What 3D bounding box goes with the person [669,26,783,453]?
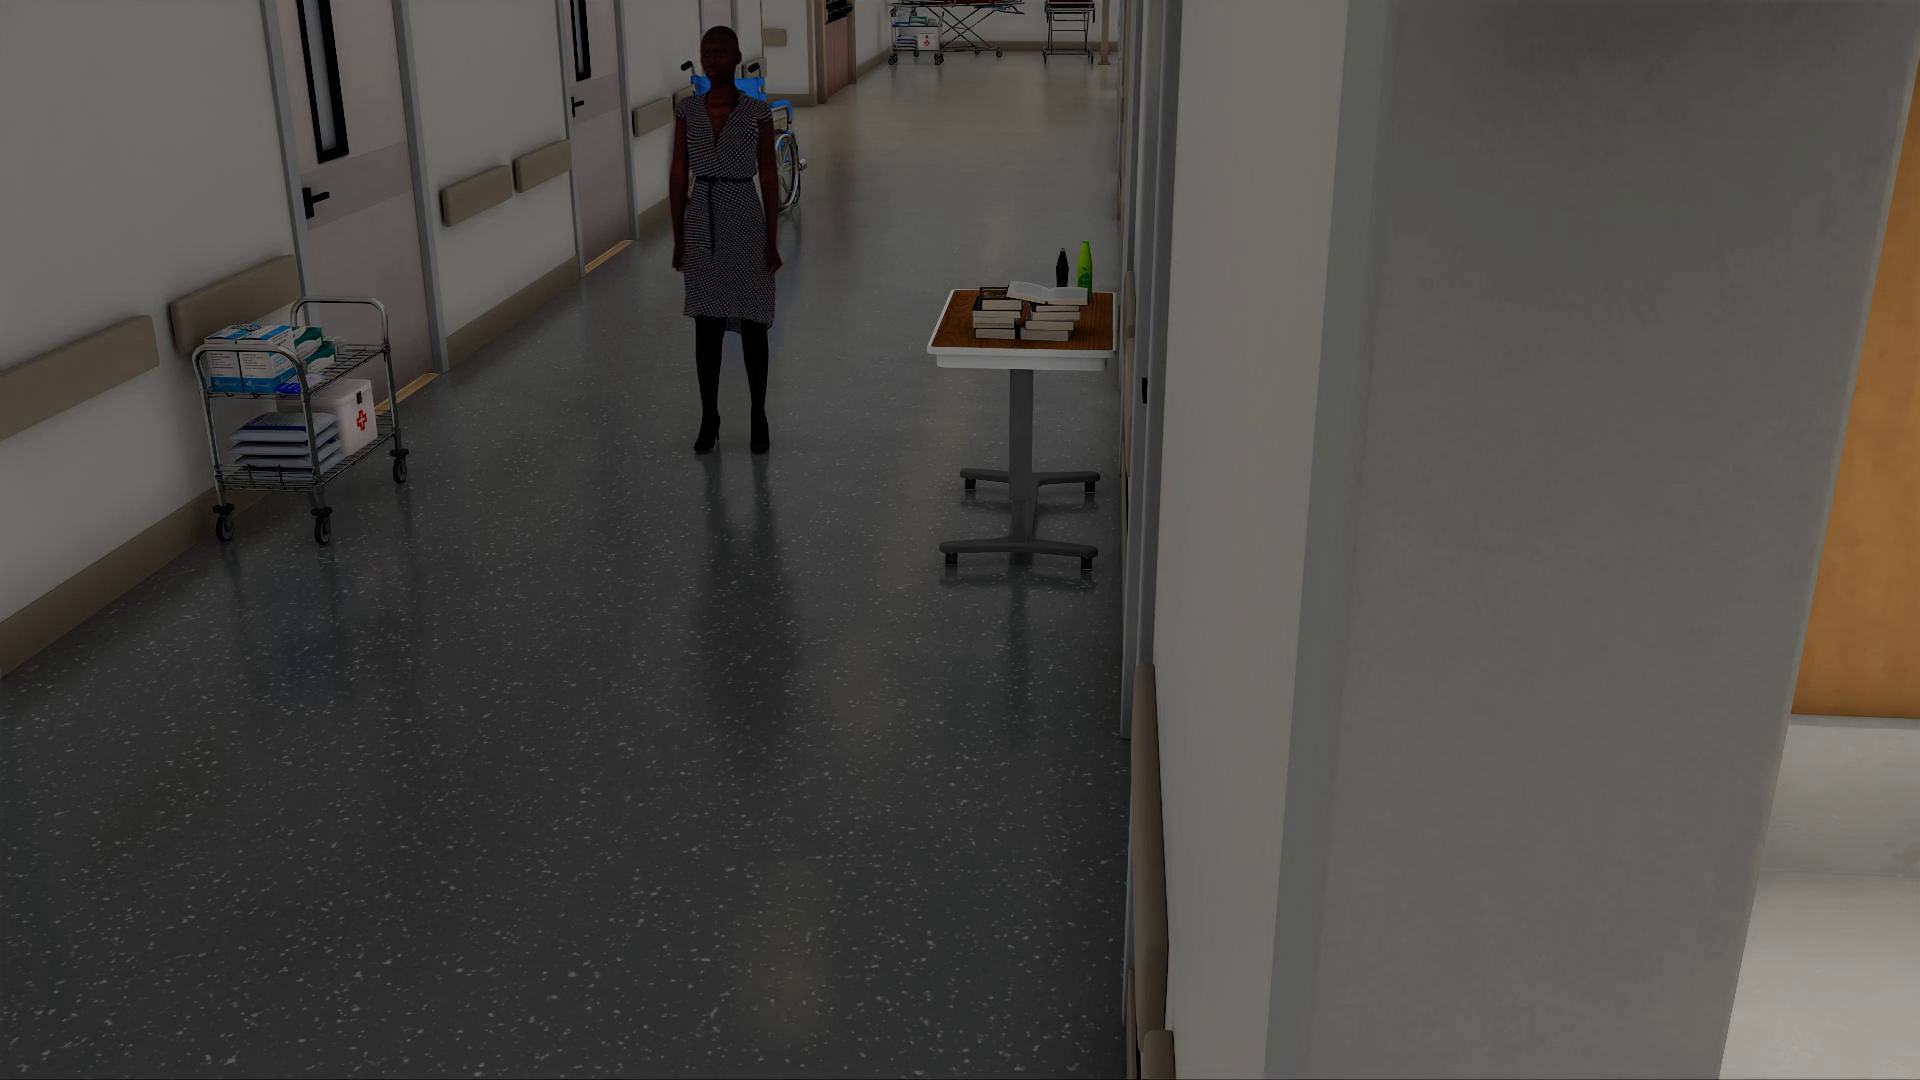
[{"bbox_3d":[-0.986,-1.253,7.066,0.616,1.788,0.515,1,21,3],"label":"person"}]
